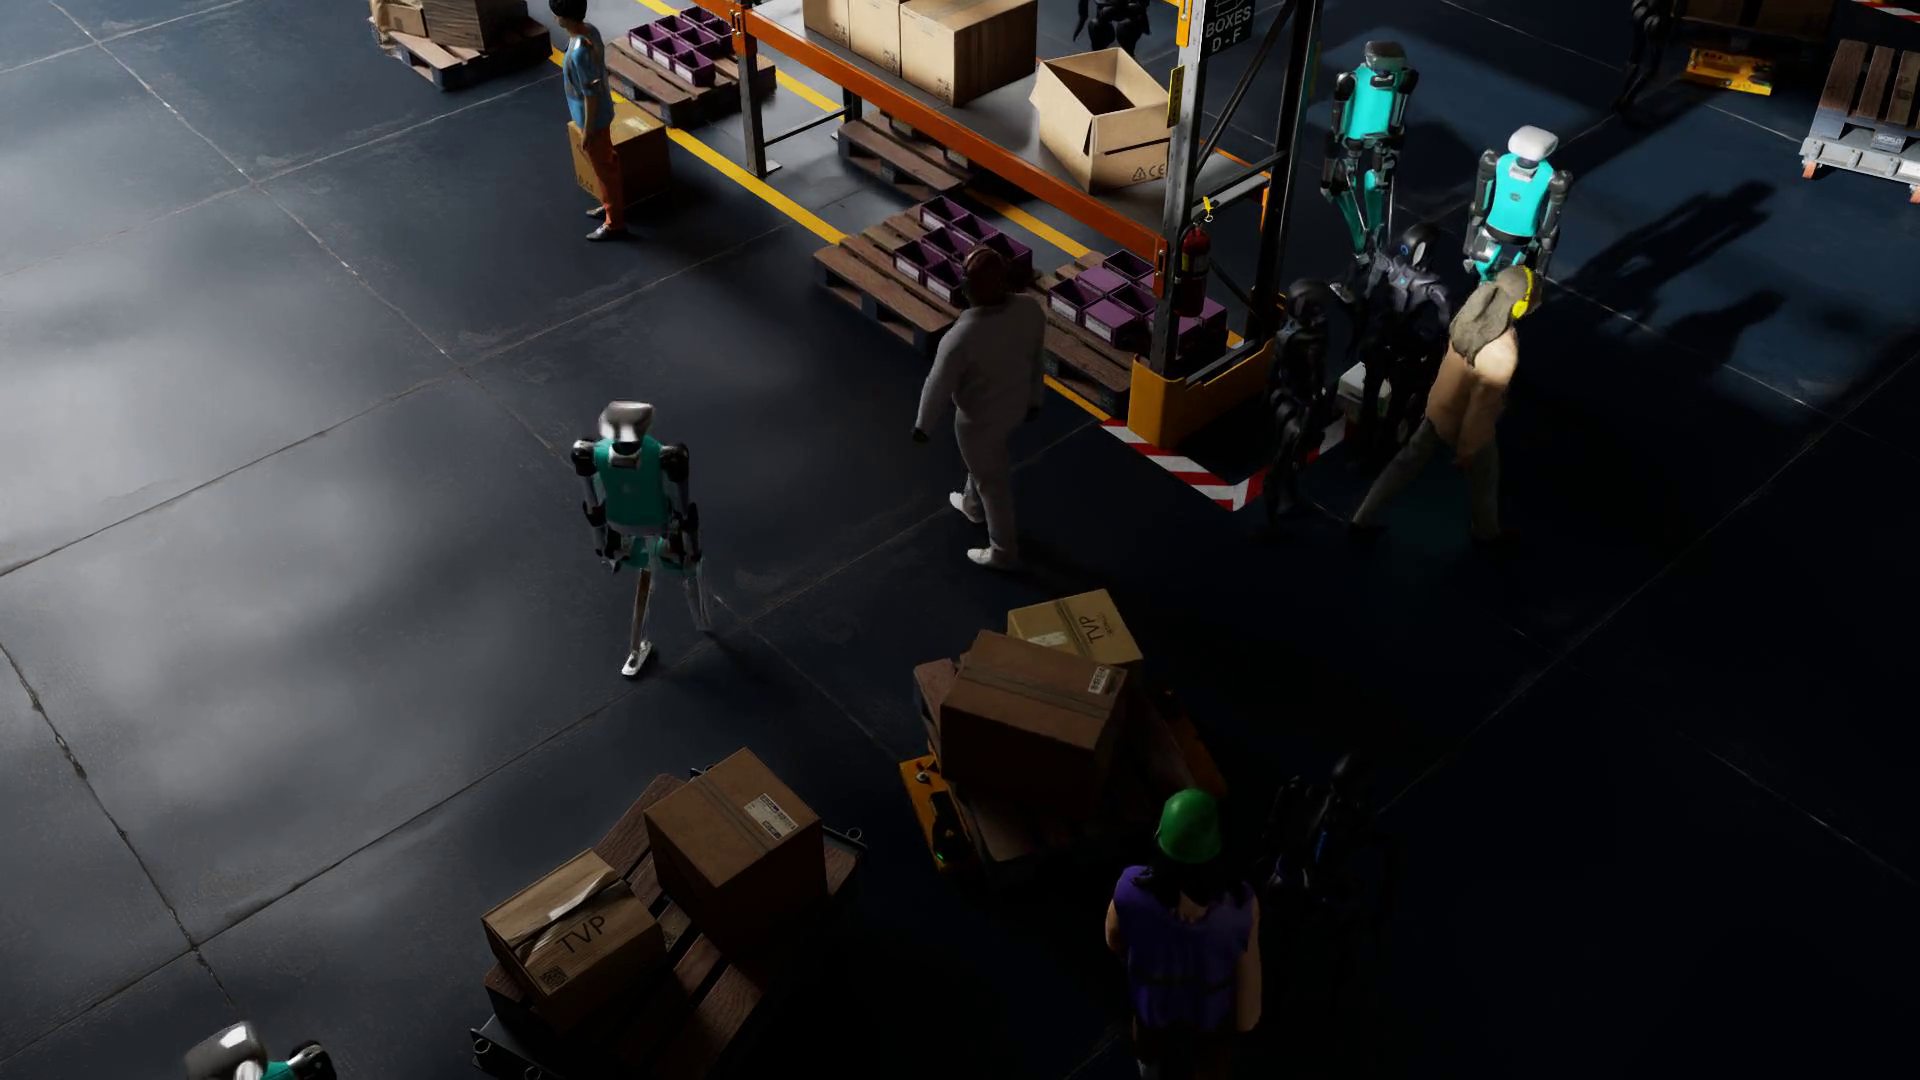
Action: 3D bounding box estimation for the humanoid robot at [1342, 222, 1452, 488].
[{"bbox_3d":[2.395,-1.024,9.160,0.317,1.648,0.611,-30,50,-29],"label":"humanoid robot"}]

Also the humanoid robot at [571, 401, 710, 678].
[{"bbox_3d":[-1.477,-0.054,8.131,0.544,1.851,0.795,2,43,3],"label":"humanoid robot"}]

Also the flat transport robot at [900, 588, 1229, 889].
[{"bbox_3d":[0.489,1.112,7.886,1.431,0.231,0.659,-12,44,-13],"label":"flat transport robot"}]

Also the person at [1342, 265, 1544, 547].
[{"bbox_3d":[2.604,-0.655,8.672,0.964,1.828,0.561,-8,43,-9],"label":"person"}]

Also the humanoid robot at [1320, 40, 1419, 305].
[{"bbox_3d":[2.576,-2.157,10.372,0.546,1.820,0.709,-11,44,-11],"label":"humanoid robot"}]

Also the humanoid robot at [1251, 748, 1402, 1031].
[{"bbox_3d":[1.436,1.363,6.569,0.610,1.656,0.410,28,49,27],"label":"humanoid robot"}]

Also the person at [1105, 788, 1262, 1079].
[{"bbox_3d":[0.816,1.603,6.139,0.592,1.903,0.804,6,43,7],"label":"person"}]

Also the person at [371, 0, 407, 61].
[{"bbox_3d":[-4.543,-4.671,13.076,0.332,1.750,0.572,13,44,14],"label":"person"}]

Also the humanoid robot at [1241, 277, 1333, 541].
[{"bbox_3d":[1.781,-0.702,8.822,0.447,1.642,0.583,-10,44,-11],"label":"humanoid robot"}]

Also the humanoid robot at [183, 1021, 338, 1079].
[{"bbox_3d":[-2.409,2.086,5.785,0.534,1.792,1.023,-31,51,-30],"label":"humanoid robot"}]

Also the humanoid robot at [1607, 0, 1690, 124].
[{"bbox_3d":[5.147,-3.951,12.357,0.459,1.646,0.604,-7,43,-7],"label":"humanoid robot"}]

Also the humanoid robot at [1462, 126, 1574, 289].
[{"bbox_3d":[3.313,-1.743,9.931,0.535,1.781,0.805,24,48,24],"label":"humanoid robot"}]

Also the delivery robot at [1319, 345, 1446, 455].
[{"bbox_3d":[2.553,-0.936,9.879,0.738,0.563,0.499,-34,52,-31],"label":"delivery robot"}]

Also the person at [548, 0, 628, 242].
[{"bbox_3d":[-2.459,-2.822,11.058,0.322,1.766,0.496,-4,43,-5],"label":"person"}]

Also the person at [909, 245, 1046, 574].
[{"bbox_3d":[0.075,-0.684,8.652,0.800,1.865,0.674,32,51,30],"label":"person"}]

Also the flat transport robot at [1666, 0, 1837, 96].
[{"bbox_3d":[6.319,-4.048,13.498,0.659,0.231,1.431,17,45,18],"label":"flat transport robot"}]

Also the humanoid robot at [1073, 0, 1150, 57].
[{"bbox_3d":[1.141,-3.889,12.317,0.599,1.622,0.785,-10,44,-11],"label":"humanoid robot"}]
